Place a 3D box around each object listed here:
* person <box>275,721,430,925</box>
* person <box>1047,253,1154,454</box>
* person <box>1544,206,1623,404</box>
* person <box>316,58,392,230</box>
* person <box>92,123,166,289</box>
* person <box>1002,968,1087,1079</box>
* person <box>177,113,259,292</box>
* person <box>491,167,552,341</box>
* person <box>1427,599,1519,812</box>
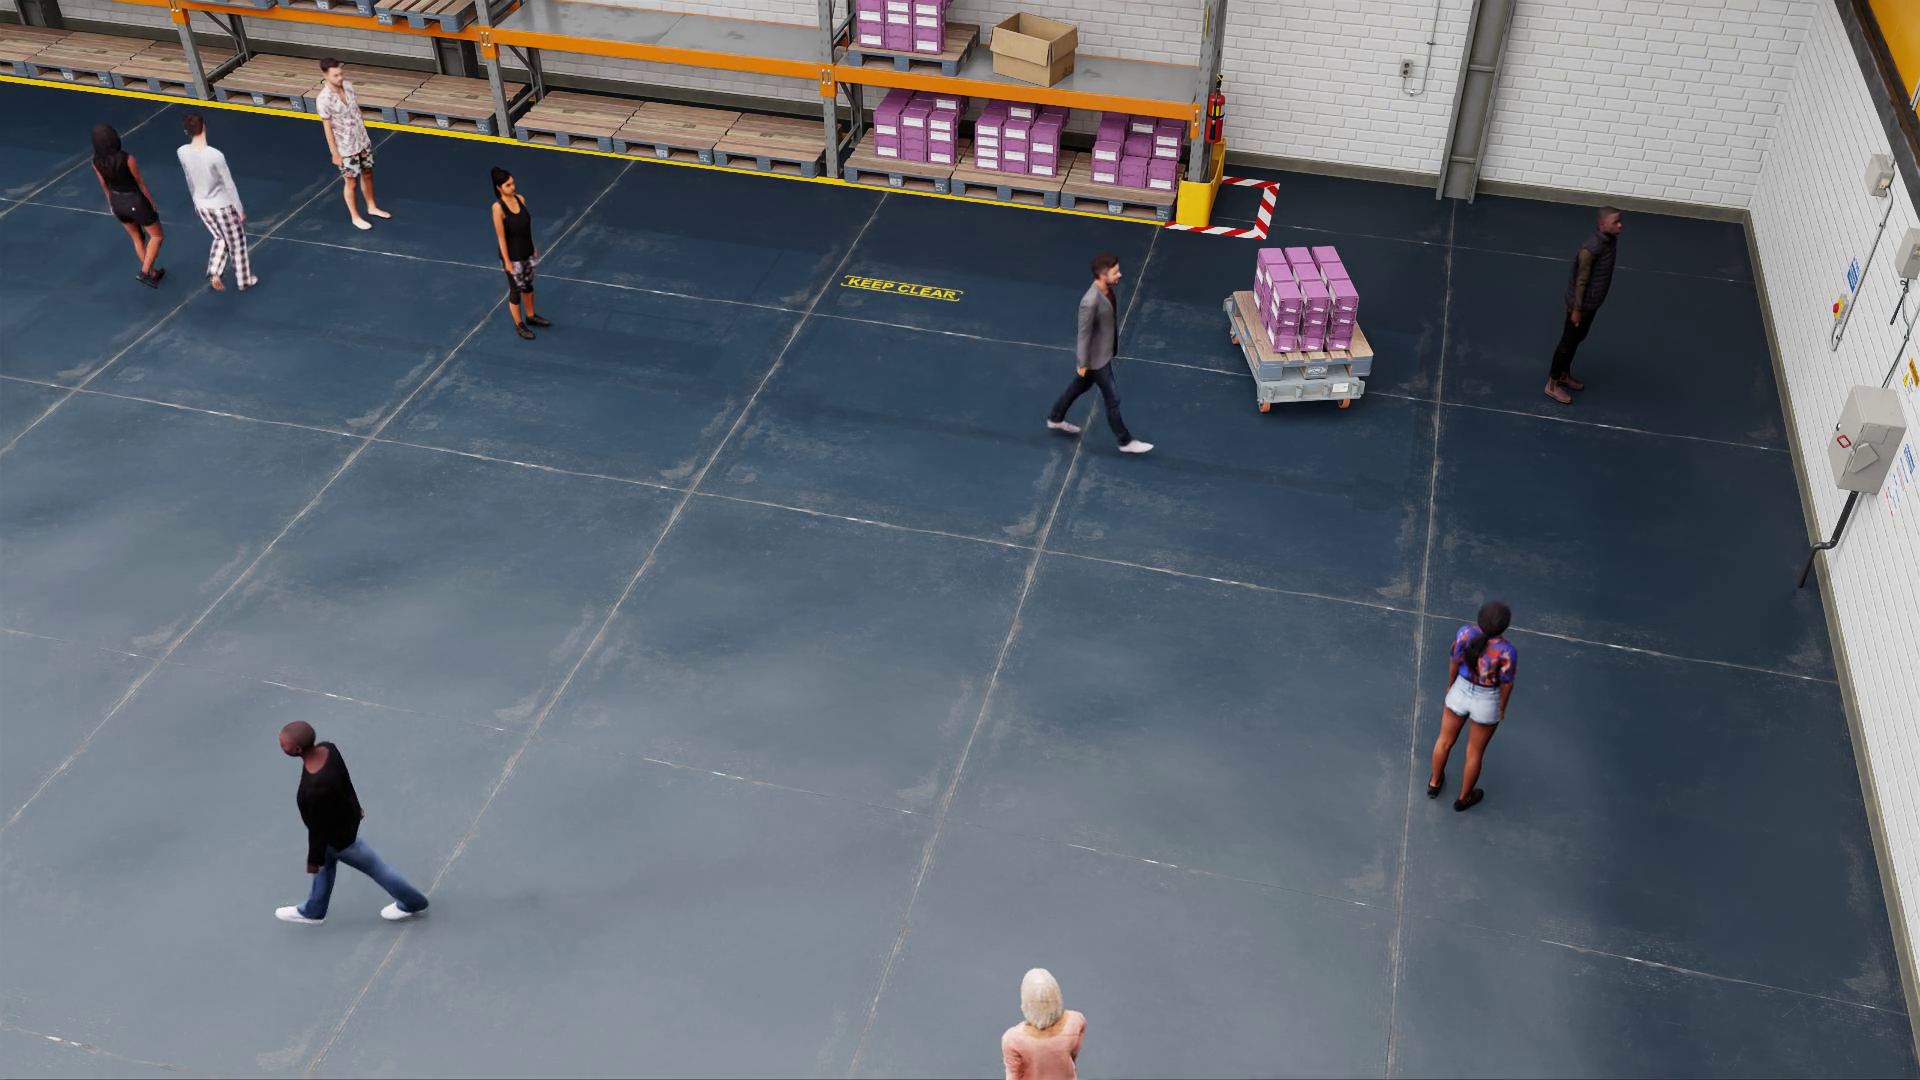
[{"bbox_3d":[-3.601,1.727,9.906,1.219,1.699,0.953,-7,39,-9],"label":"person"},{"bbox_3d":[1.070,-1.570,13.934,1.175,1.826,0.709,11,40,13],"label":"person"},{"bbox_3d":[5.474,-2.090,14.577,0.747,1.835,0.778,29,47,31],"label":"person"},{"bbox_3d":[-6.308,-4.107,17.122,0.633,1.811,0.708,16,41,19],"label":"person"},{"bbox_3d":[-7.986,-3.144,15.984,0.827,1.725,0.751,3,39,4],"label":"person"},{"bbox_3d":[0.459,2.848,8.509,1.114,1.692,1.012,-9,39,-11],"label":"person"},{"bbox_3d":[-7.160,-3.148,15.907,0.722,1.830,0.739,6,39,8],"label":"person"},{"bbox_3d":[-4.124,-2.682,15.460,0.551,1.659,0.608,16,41,19],"label":"person"},{"bbox_3d":[3.311,1.050,10.725,0.588,1.735,0.720,27,46,29],"label":"person"}]
